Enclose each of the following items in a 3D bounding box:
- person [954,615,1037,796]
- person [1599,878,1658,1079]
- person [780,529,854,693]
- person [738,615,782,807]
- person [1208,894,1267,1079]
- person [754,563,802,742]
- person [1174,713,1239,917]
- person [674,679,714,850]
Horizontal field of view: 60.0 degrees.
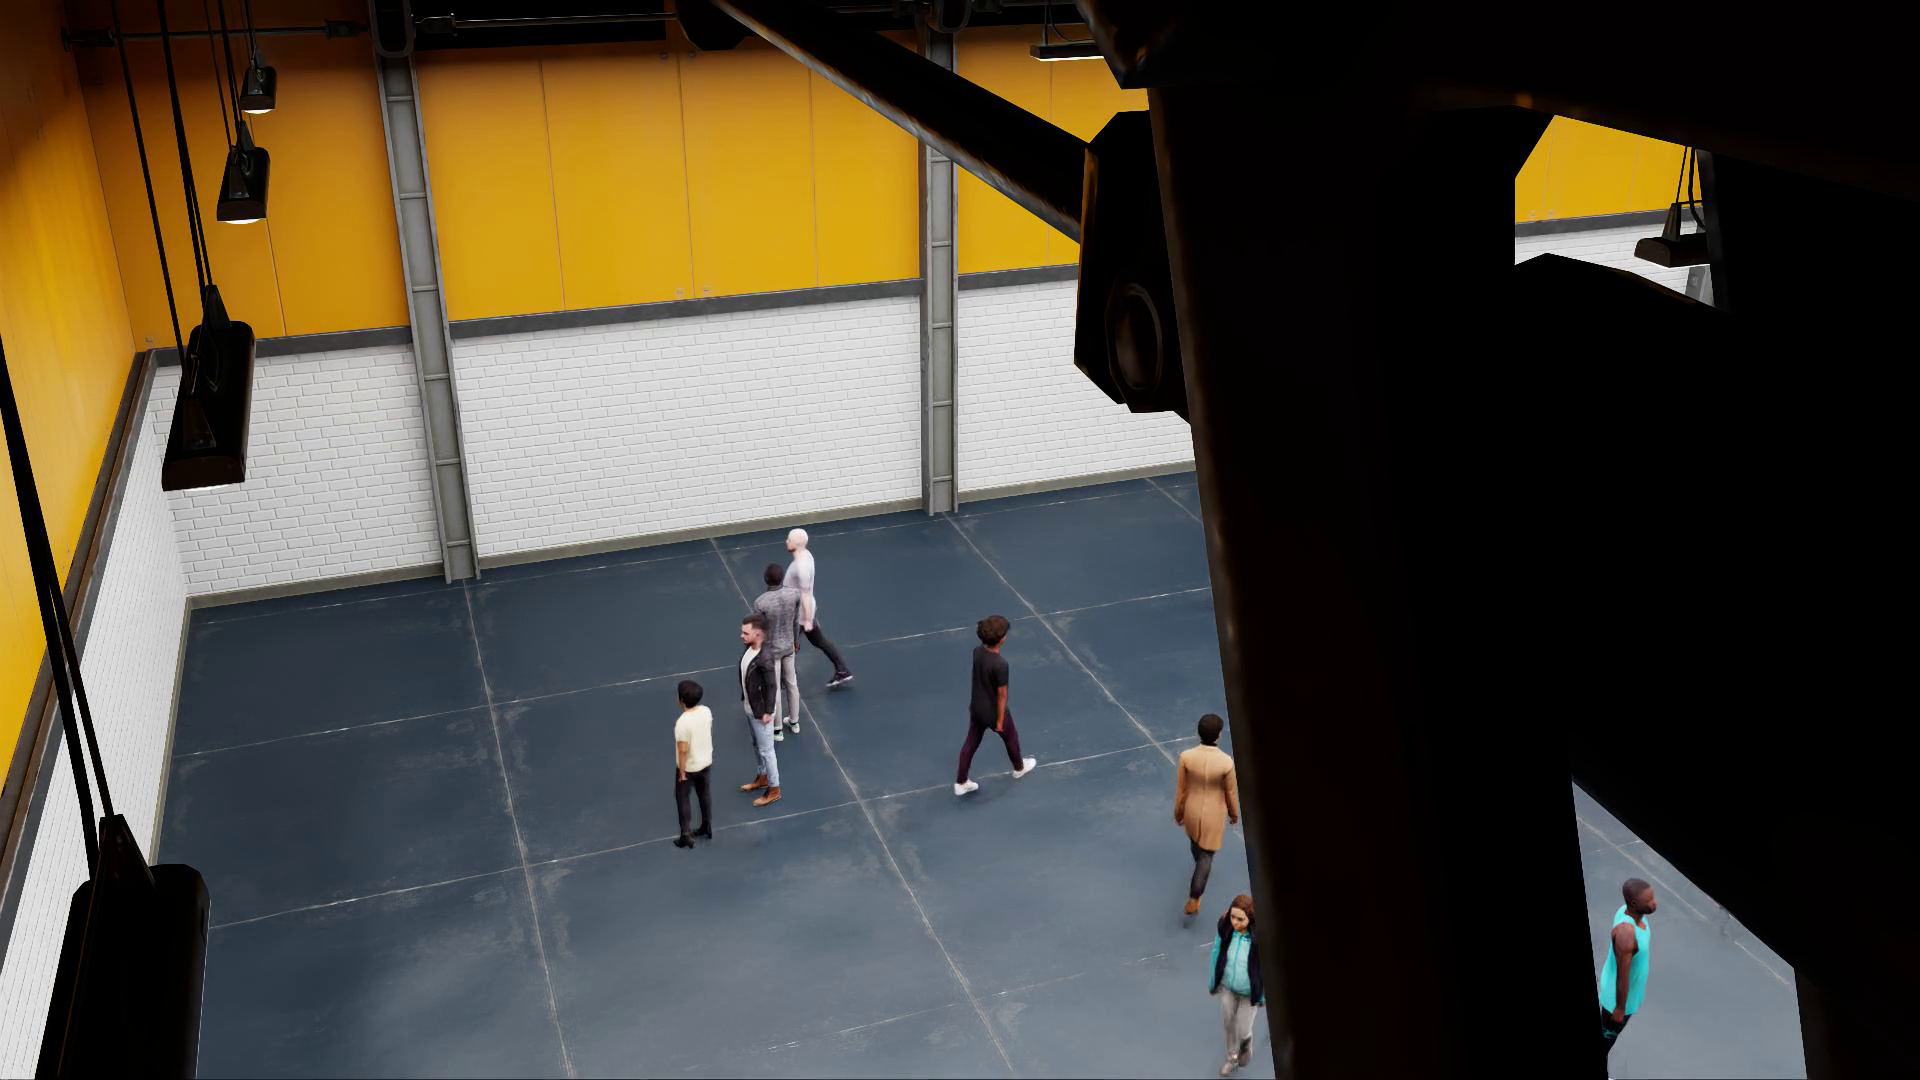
[{"bbox_3d":[0.204,1.528,15.022,1.209,1.738,0.919,-21,31,-39],"label":"person"},{"bbox_3d":[4.500,3.081,11.378,0.743,1.810,0.680,11,26,23],"label":"person"},{"bbox_3d":[-1.505,0.747,16.744,1.329,1.791,0.957,-1,24,-2],"label":"person"},{"bbox_3d":[-1.795,1.503,14.956,0.571,1.836,0.681,-12,26,-25],"label":"person"},{"bbox_3d":[1.999,3.107,11.722,0.698,1.488,0.750,13,27,27],"label":"person"},{"bbox_3d":[-1.745,1.054,15.982,0.631,1.839,0.810,-19,30,-37],"label":"person"},{"bbox_3d":[1.967,2.241,13.442,1.143,1.697,1.171,9,25,20],"label":"person"},{"bbox_3d":[-2.250,1.920,14.315,0.735,1.586,0.639,14,27,29],"label":"person"}]
